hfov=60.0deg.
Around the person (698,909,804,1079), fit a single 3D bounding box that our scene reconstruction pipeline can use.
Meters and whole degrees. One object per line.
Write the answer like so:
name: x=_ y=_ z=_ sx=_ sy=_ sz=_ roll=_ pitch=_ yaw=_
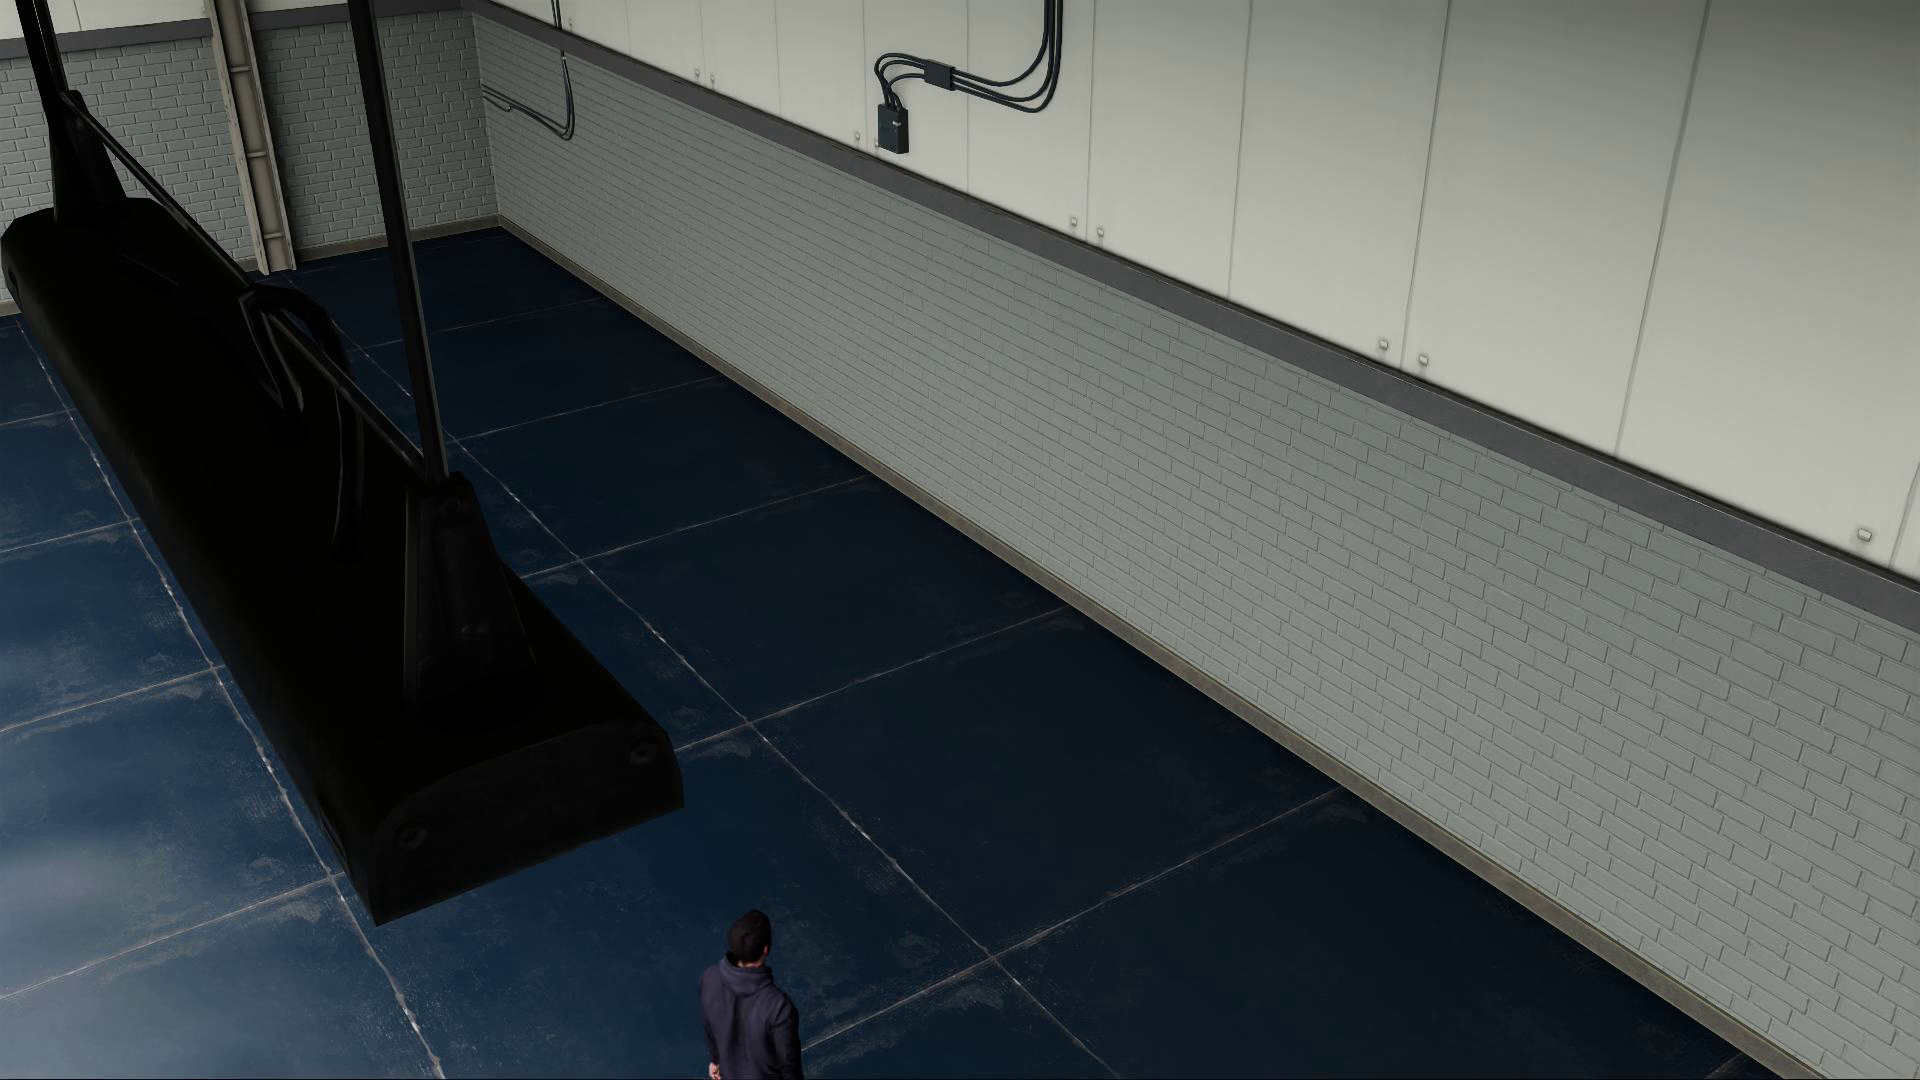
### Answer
person: x=-0.990 y=2.562 z=7.734 sx=0.908 sy=1.873 sz=1.071 roll=16 pitch=32 yaw=28
